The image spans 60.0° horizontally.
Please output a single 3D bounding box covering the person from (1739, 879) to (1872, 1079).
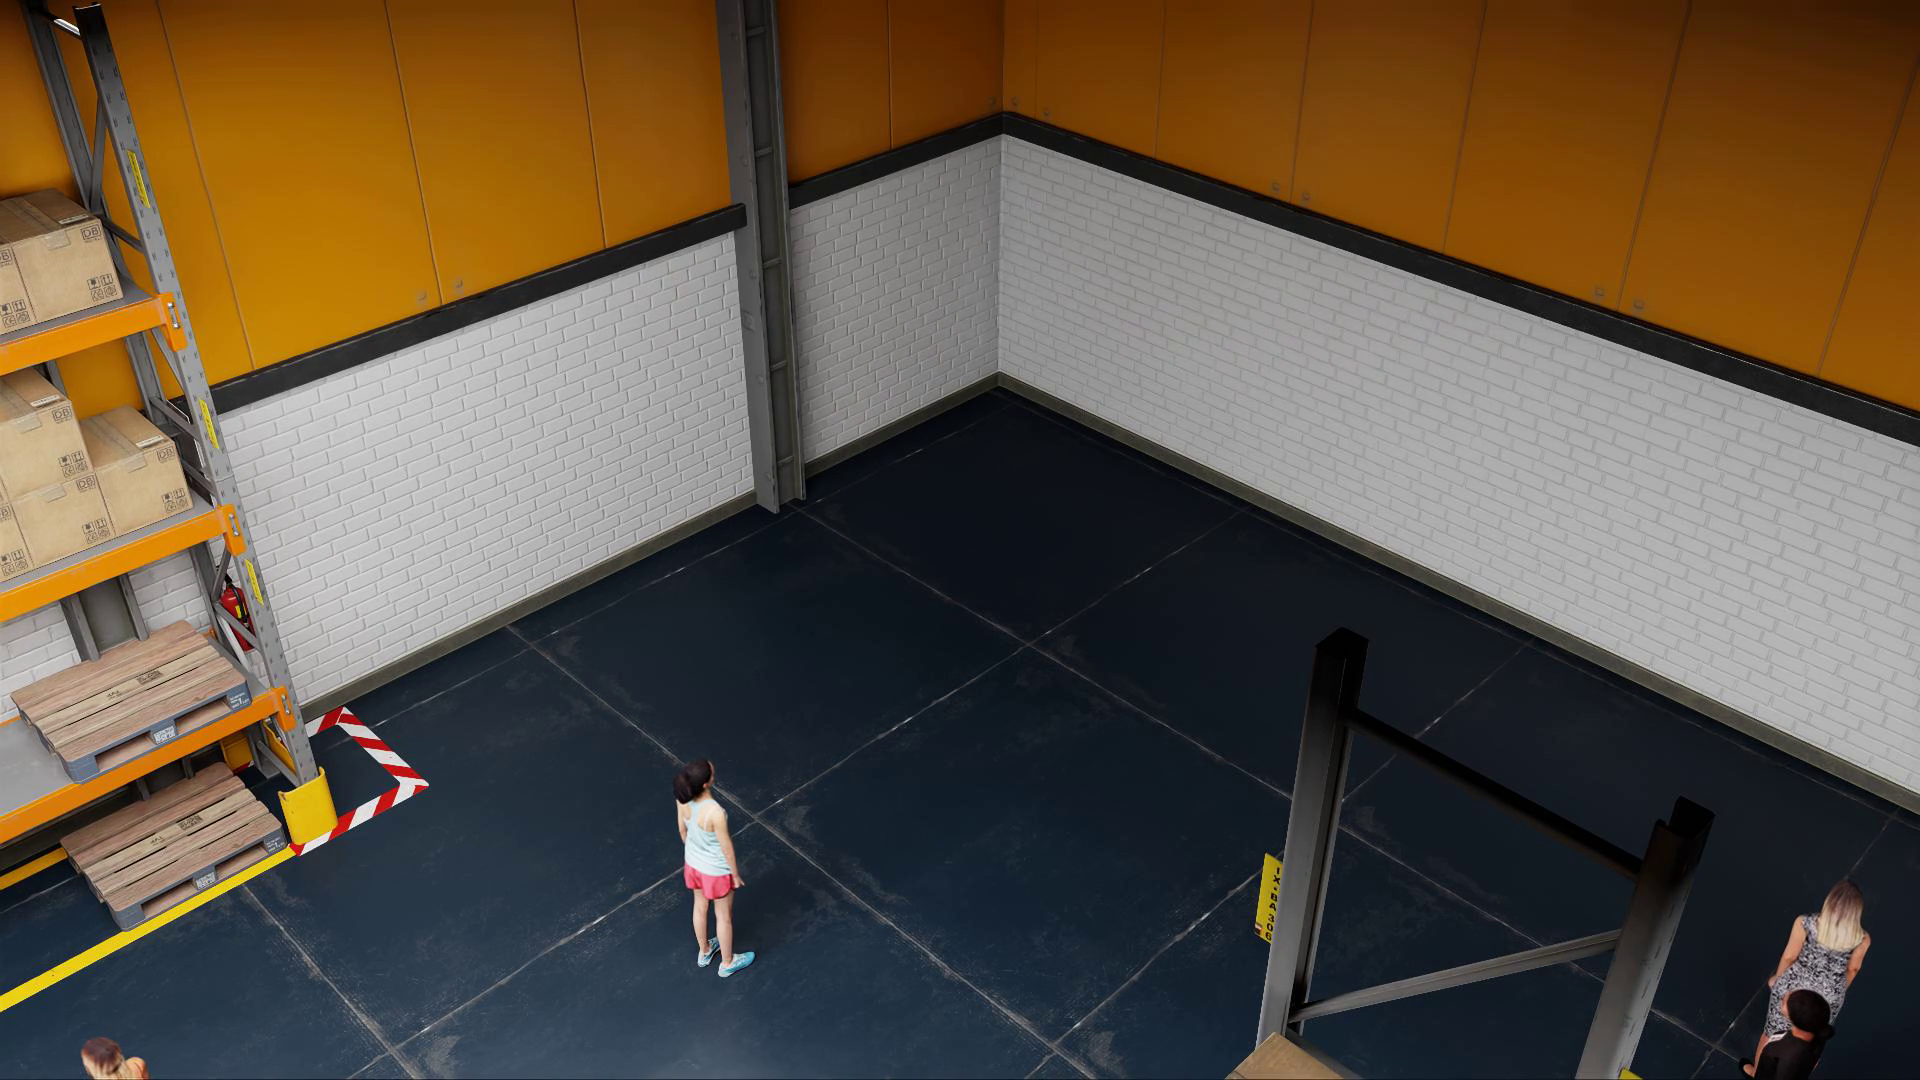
[{"bbox_3d":[5.056,2.686,9.905,0.633,1.705,0.624,12,35,17],"label":"person"}]

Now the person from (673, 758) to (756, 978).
[{"bbox_3d":[-1.612,2.096,10.739,0.633,1.765,0.612,22,39,29],"label":"person"}]

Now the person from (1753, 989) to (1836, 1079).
[{"bbox_3d":[4.569,3.115,9.289,0.649,1.674,0.453,28,43,36],"label":"person"}]

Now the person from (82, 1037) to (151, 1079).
[{"bbox_3d":[-4.466,3.286,9.073,0.715,1.628,0.607,10,35,14],"label":"person"}]
